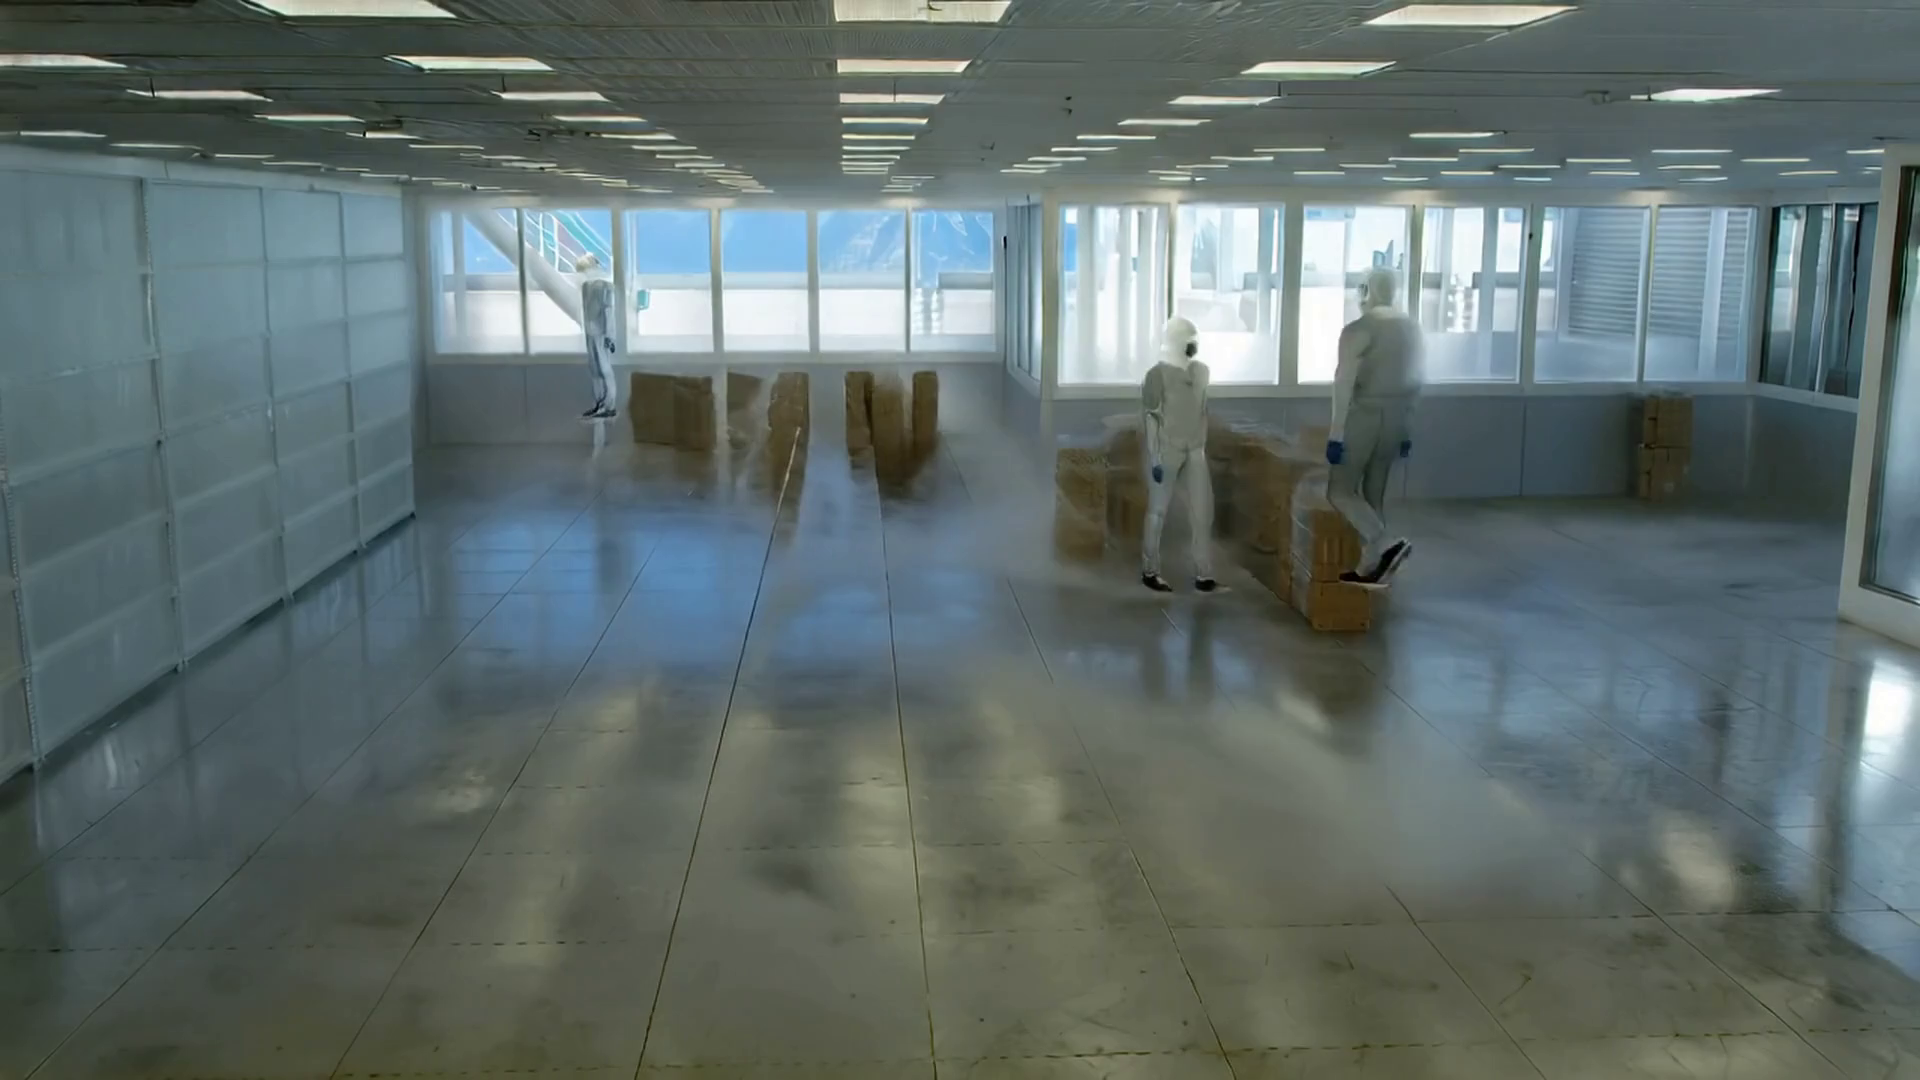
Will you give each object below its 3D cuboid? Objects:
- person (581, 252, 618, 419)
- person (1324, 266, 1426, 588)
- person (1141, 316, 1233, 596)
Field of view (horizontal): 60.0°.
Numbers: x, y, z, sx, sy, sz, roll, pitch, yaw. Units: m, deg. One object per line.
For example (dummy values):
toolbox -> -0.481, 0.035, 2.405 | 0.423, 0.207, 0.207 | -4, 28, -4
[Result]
person -> -4.075, -2.288, 18.675 | 0.502, 1.861, 0.328 | 8, 13, 36
person -> 2.412, -0.625, 9.600 | 0.671, 1.889, 0.532 | -7, 13, -35
person -> 1.296, -0.462, 9.482 | 0.524, 1.608, 0.686 | -8, 13, -36
